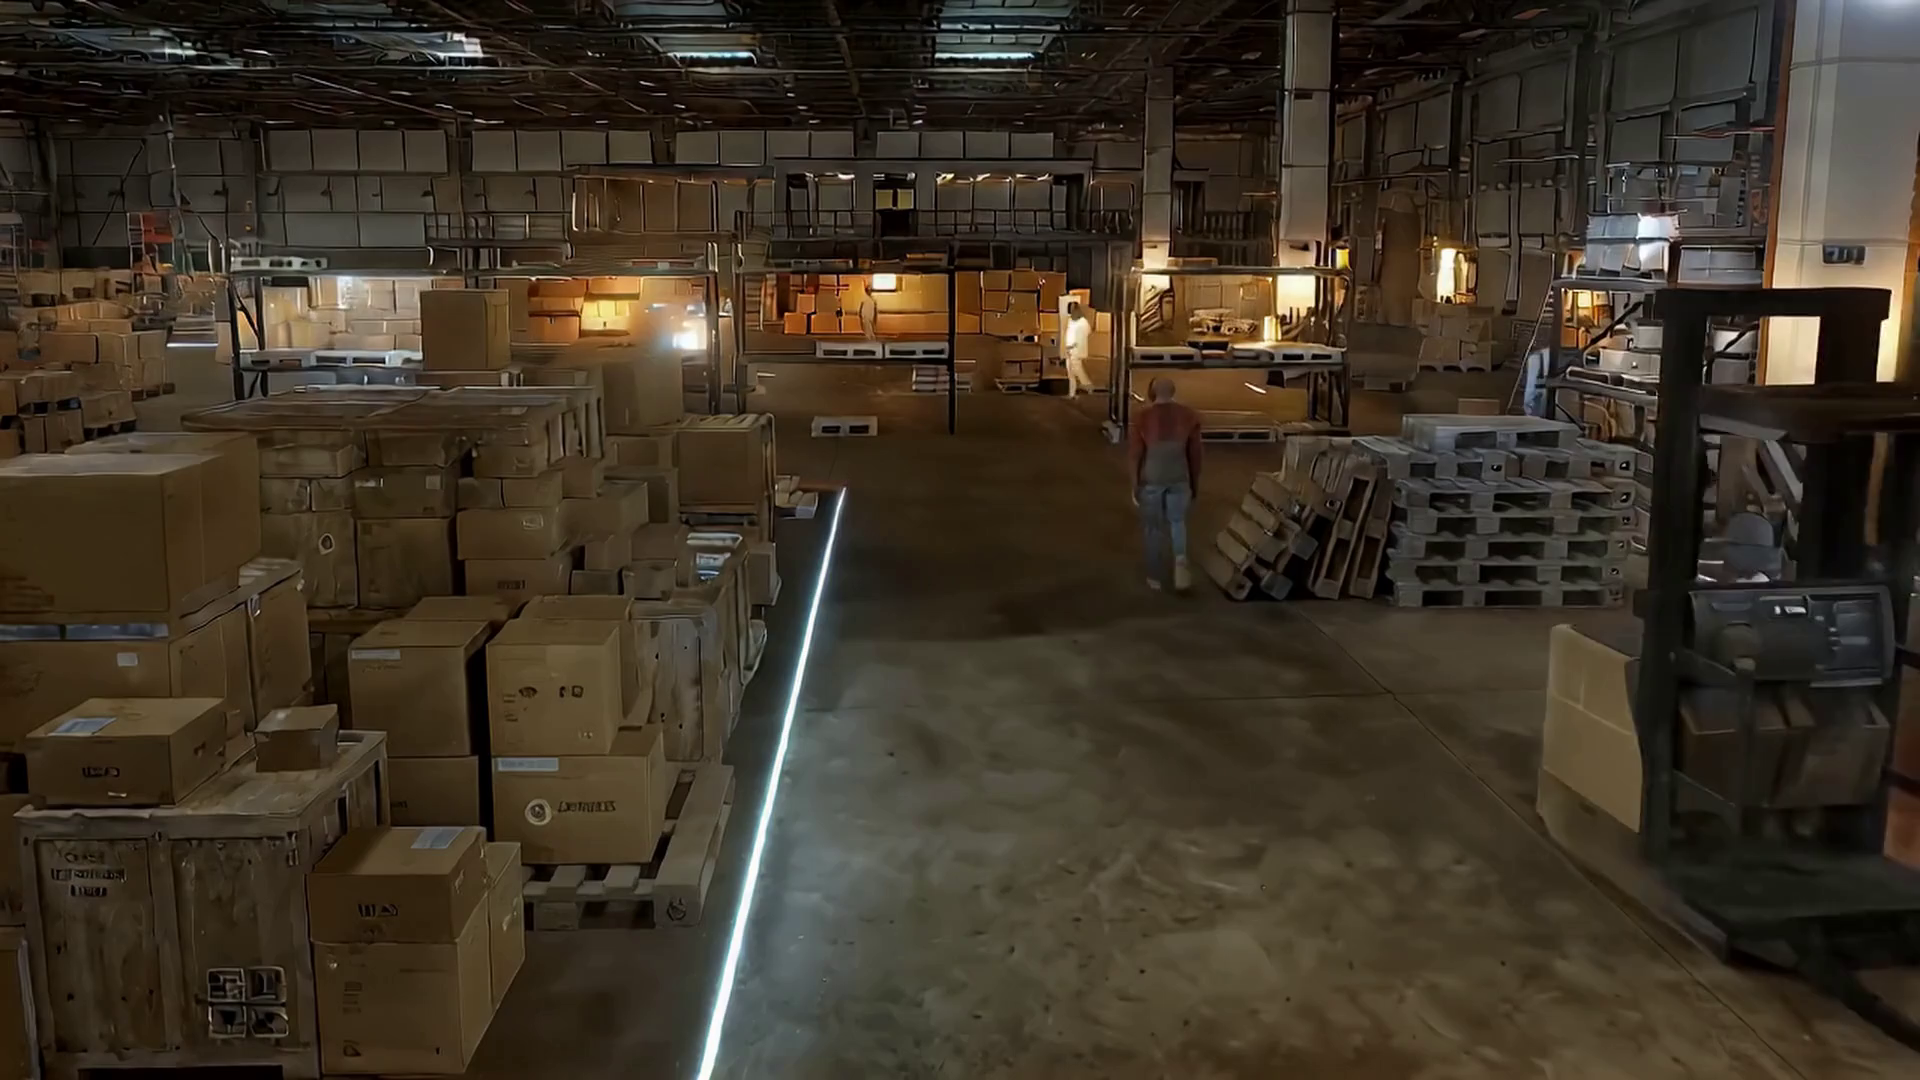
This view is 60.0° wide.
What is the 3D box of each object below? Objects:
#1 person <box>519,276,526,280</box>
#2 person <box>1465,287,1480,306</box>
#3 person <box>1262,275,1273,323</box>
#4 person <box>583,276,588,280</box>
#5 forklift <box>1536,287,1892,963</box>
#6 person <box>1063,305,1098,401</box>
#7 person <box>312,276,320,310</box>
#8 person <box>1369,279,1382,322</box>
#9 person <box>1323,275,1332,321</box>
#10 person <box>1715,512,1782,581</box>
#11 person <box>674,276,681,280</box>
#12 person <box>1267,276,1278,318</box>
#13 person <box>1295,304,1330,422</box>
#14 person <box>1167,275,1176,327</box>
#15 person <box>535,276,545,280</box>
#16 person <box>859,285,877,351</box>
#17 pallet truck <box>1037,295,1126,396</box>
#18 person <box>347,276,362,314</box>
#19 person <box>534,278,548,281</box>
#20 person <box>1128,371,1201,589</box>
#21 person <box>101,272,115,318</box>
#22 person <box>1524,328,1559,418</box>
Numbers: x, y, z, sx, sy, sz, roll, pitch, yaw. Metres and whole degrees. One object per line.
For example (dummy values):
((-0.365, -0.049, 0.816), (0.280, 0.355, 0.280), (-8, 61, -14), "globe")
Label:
((-14.979, -8.157, 57.053), (0.551, 1.935, 0.362), (-2, 10, -9), "person")
((15.326, -6.747, 49.875), (0.320, 1.692, 0.532), (-6, 12, -30), "person")
((11.621, -9.130, 62.439), (0.615, 1.945, 0.404), (5, 11, 24), "person")
((-10.960, -6.783, 49.113), (0.607, 2.039, 0.395), (4, 11, 23), "person")
((3.623, 0.236, 7.666), (1.129, 2.768, 1.873), (-1, 10, -6), "forklift")
((2.285, -3.569, 31.797), (0.583, 1.827, 0.647), (-6, 12, -29), "person")
((-25.292, -9.569, 65.418), (0.333, 1.761, 0.524), (-7, 12, -33), "person")
((14.176, -8.032, 56.847), (0.539, 1.750, 0.578), (-8, 13, -38), "person")
((12.526, -8.021, 56.337), (0.471, 1.917, 0.581), (0, 10, -1), "person")
((3.780, 0.727, 8.098), (0.294, 1.744, 0.486), (4, 11, 20), "person")
((-9.521, -7.961, 56.098), (0.647, 1.886, 1.017), (7, 12, 35), "person")
((11.176, -8.462, 59.011), (0.625, 1.846, 0.429), (-7, 12, -33), "person")
((5.963, -2.969, 28.010), (0.391, 1.987, 0.608), (-8, 13, -37), "person")
((7.526, -8.612, 59.422), (0.397, 1.992, 0.623), (1, 10, 7), "person")
((-15.530, -9.085, 61.930), (0.536, 2.000, 0.676), (-6, 12, -32), "person")
((-2.540, -6.169, 46.236), (0.523, 1.852, 0.782), (-3, 11, -17), "person")
((2.483, -3.881, 33.060), (1.885, 1.965, 0.823), (-7, 13, -36), "pallet truck")
((-25.651, -10.528, 70.540), (0.591, 1.847, 0.969), (1, 10, 6), "person")
((-17.191, -10.135, 68.224), (0.607, 1.896, 0.860), (-2, 10, -12), "person")
((1.776, -0.497, 14.415), (0.640, 1.921, 0.577), (-1, 10, -6), "person")
((-32.891, -9.407, 64.267), (0.546, 1.857, 0.617), (10, 14, 44), "person")
((7.985, -1.965, 22.773), (0.578, 1.865, 0.685), (-6, 12, -31), "person")
